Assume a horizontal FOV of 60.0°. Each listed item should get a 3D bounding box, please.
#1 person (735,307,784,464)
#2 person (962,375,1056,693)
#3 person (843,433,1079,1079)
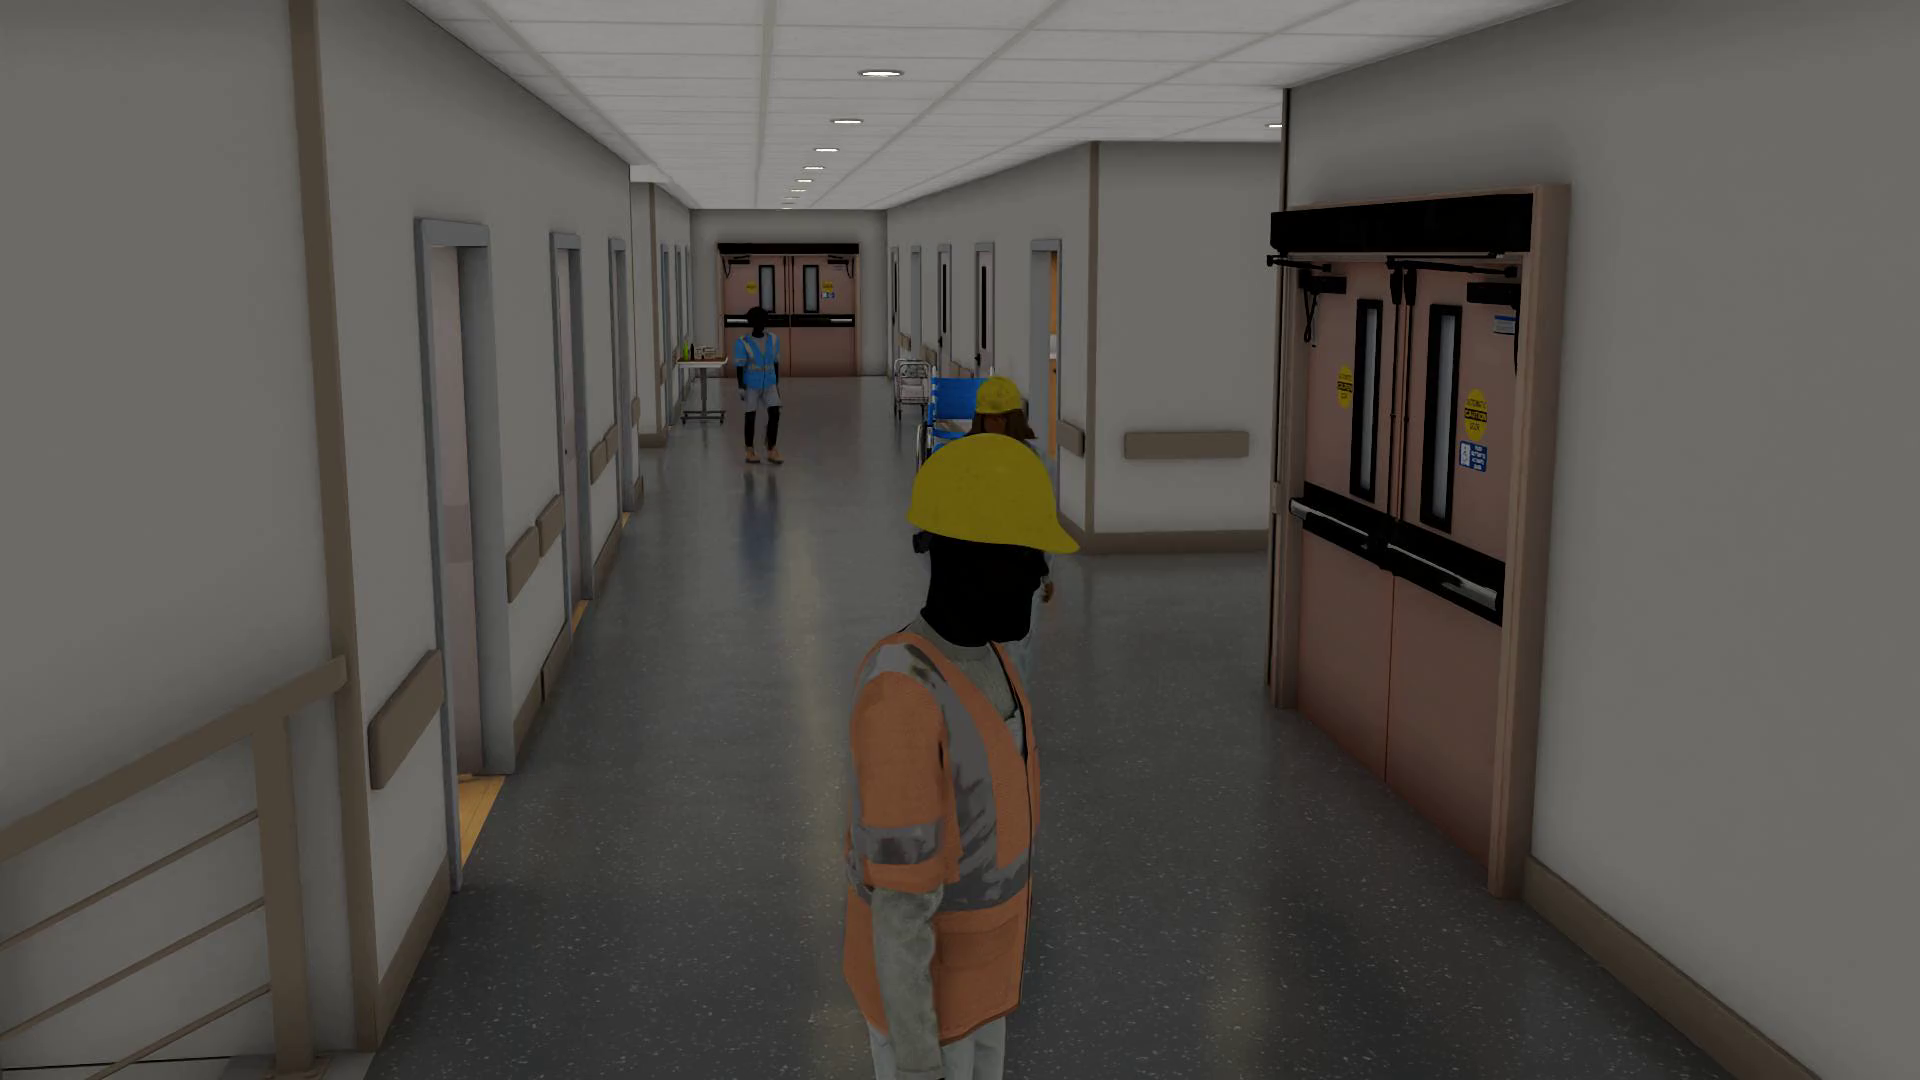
[{"bbox_3d":[-2.114,-1.617,17.519,0.546,1.660,0.652,-6,11,-31],"label":"person"},{"bbox_3d":[0.187,0.109,7.388,0.493,1.709,0.859,2,10,11],"label":"person"},{"bbox_3d":[0.004,0.767,2.933,0.393,1.918,0.585,3,10,15],"label":"person"}]
